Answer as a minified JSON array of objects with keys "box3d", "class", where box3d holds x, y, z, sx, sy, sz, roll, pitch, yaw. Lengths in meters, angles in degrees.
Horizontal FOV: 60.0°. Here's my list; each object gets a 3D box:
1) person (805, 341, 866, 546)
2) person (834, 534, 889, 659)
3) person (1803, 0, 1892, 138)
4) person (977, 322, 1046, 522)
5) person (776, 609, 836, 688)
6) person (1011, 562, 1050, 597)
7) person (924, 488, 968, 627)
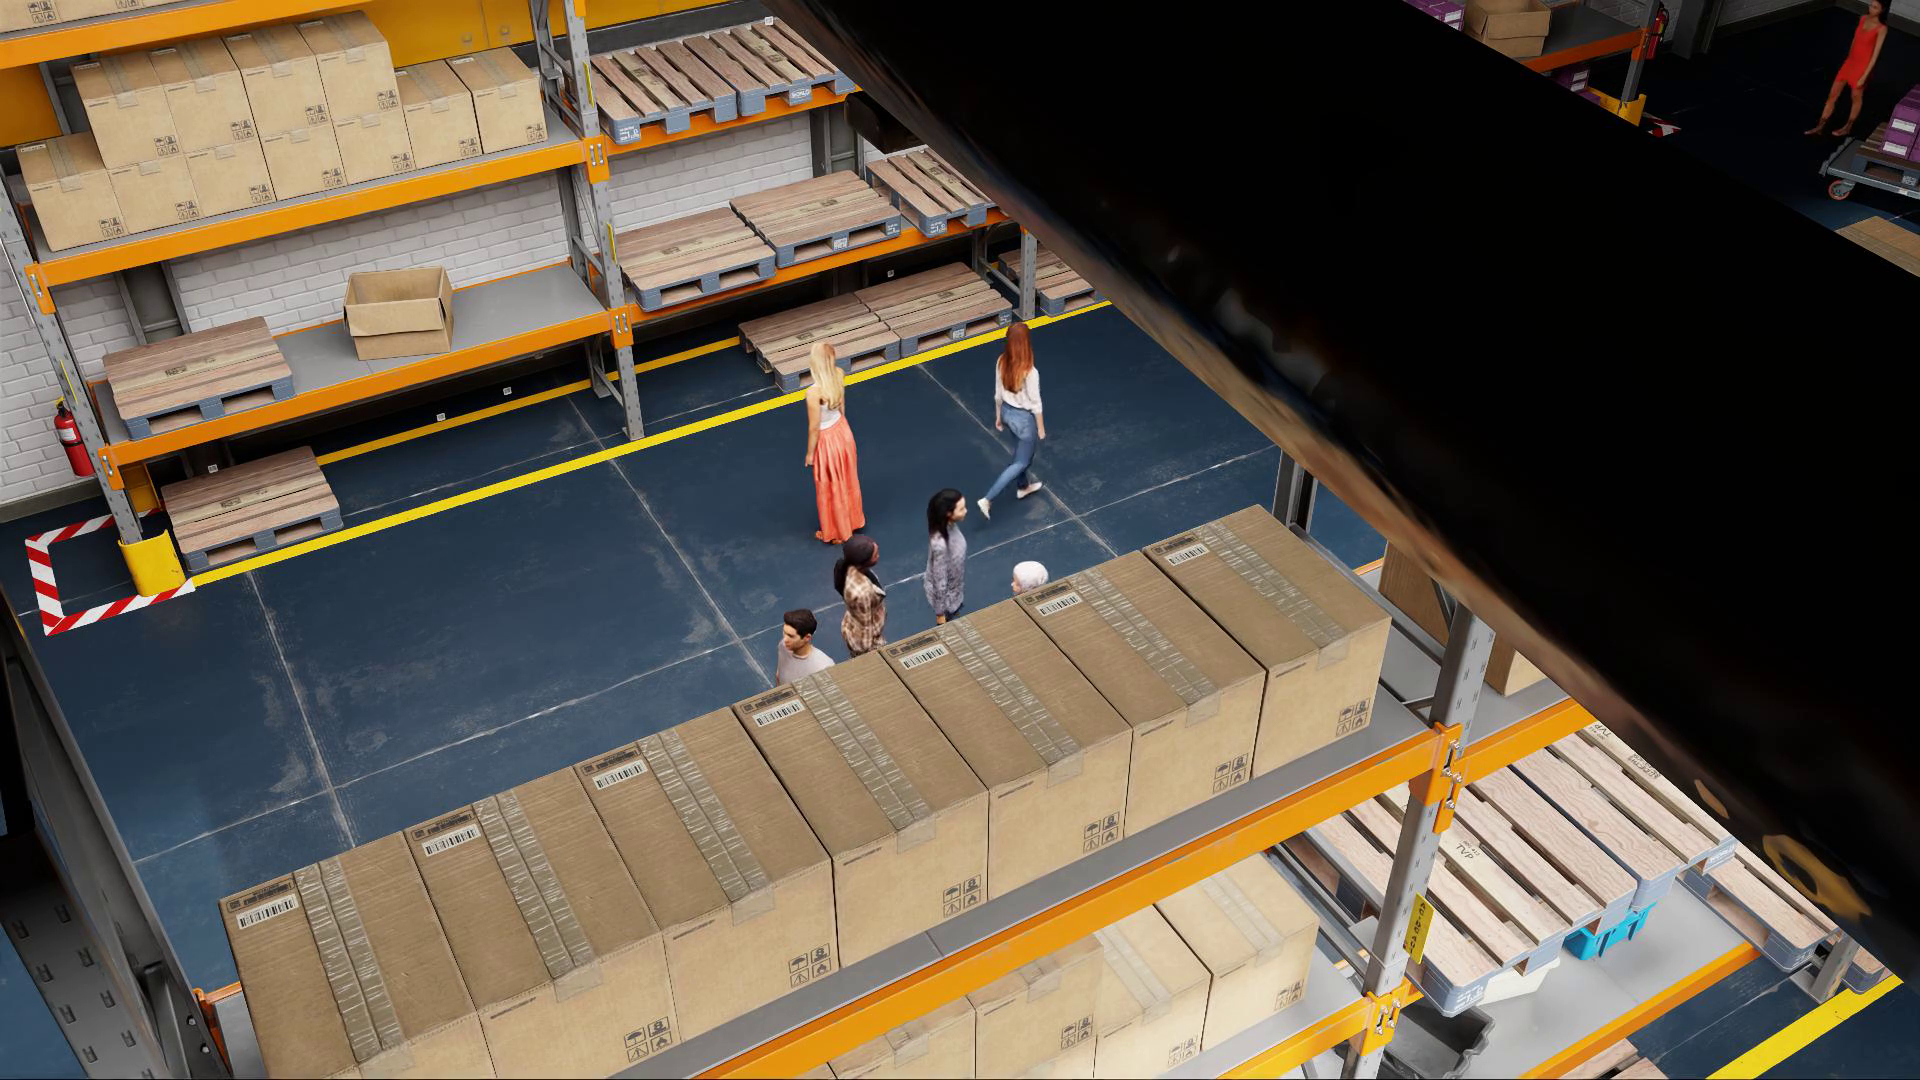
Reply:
[{"box3d":[-1.000,-0.744,12.831,0.788,1.801,0.678,21,43,24],"class":"person"},{"box3d":[-0.700,0.672,11.086,0.982,1.766,0.662,-15,41,-18],"class":"person"},{"box3d":[10.127,-5.303,18.627,0.908,1.691,0.692,-12,40,-15],"class":"person"},{"box3d":[0.409,-0.907,13.110,1.048,1.706,0.677,-28,46,-31],"class":"person"},{"box3d":[-0.984,1.099,10.585,0.663,1.724,0.625,30,47,32],"class":"person"},{"box3d":[0.588,0.895,10.922,1.019,1.771,0.931,-5,39,-6],"class":"person"},{"box3d":[-0.194,0.360,11.512,0.834,1.722,0.782,4,39,5],"class":"person"}]
